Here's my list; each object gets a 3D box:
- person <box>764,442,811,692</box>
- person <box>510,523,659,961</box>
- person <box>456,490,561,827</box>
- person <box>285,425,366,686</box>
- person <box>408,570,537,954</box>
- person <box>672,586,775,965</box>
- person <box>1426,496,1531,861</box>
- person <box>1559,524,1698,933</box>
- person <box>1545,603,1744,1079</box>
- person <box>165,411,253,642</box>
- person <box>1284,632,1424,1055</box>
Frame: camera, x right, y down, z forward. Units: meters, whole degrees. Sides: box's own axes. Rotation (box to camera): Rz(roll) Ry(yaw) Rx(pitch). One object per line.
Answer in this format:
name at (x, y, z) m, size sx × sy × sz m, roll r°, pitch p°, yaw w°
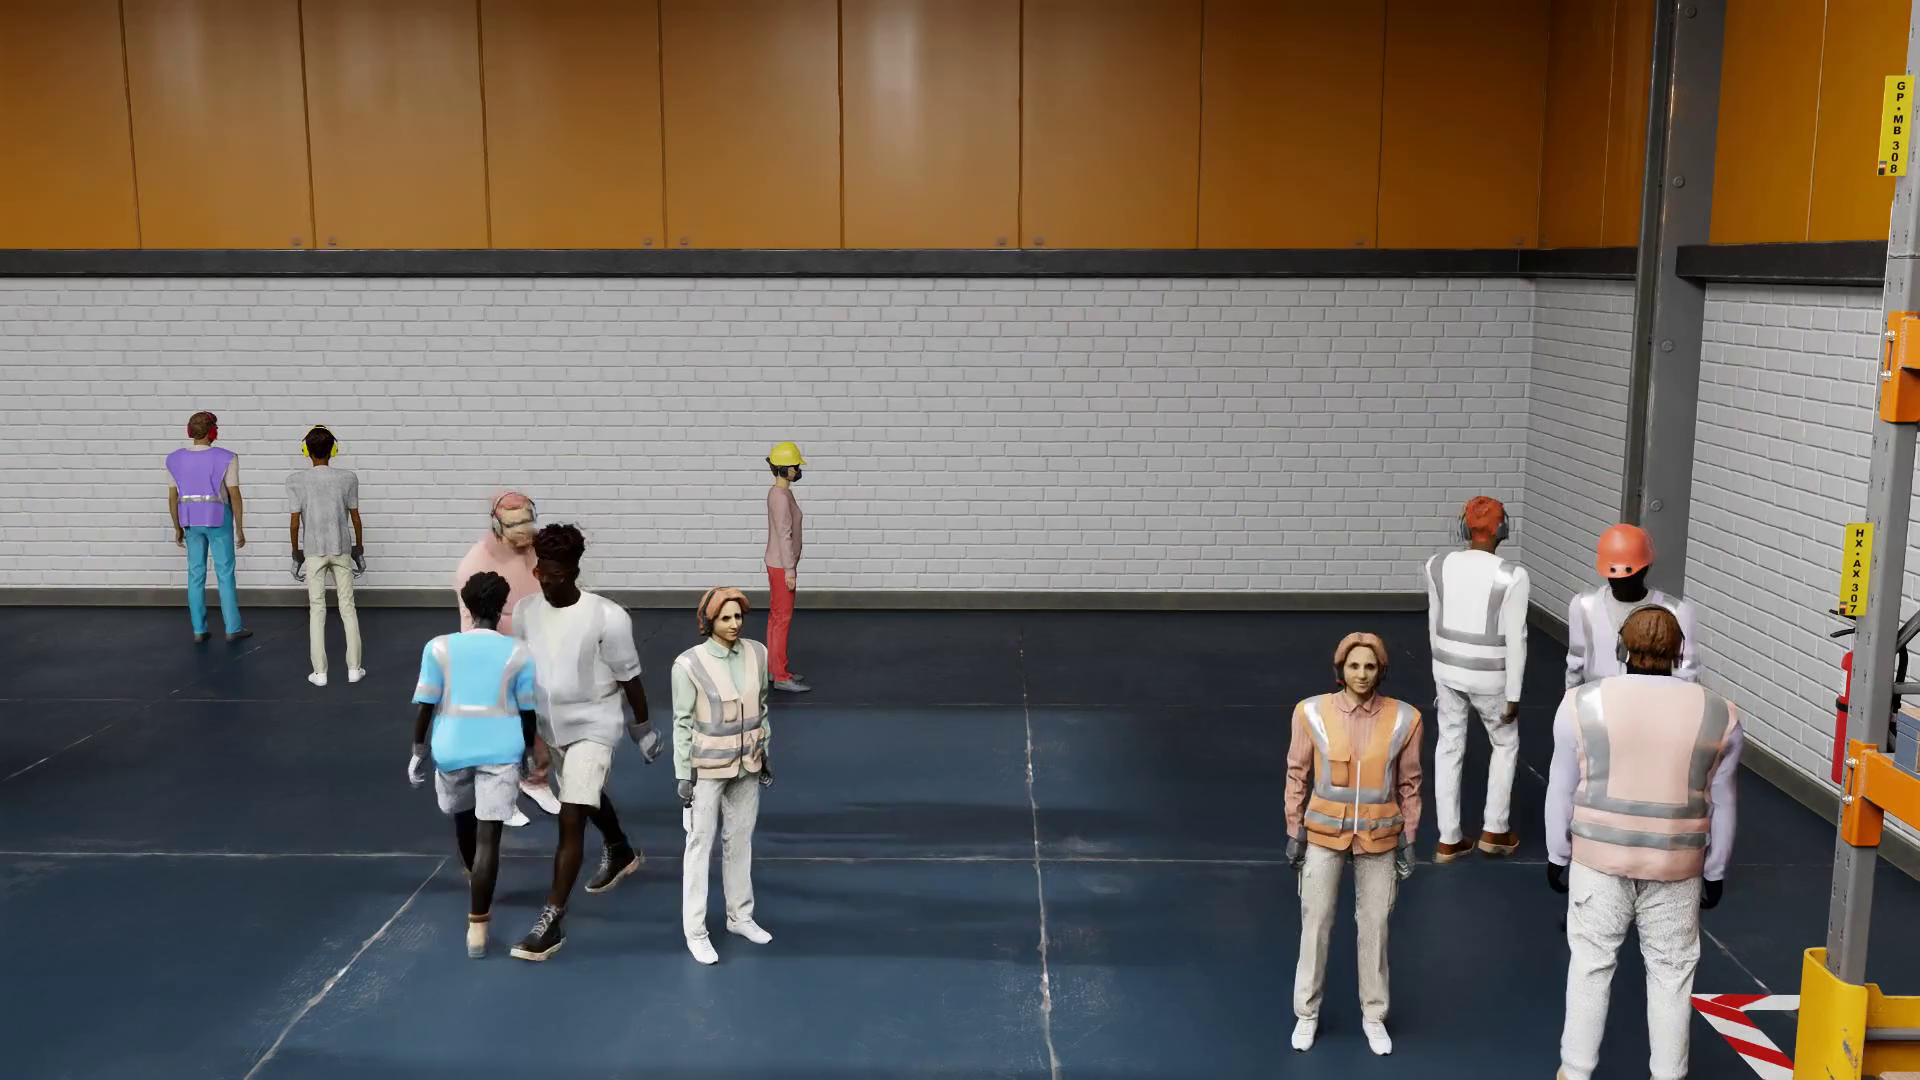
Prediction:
person at (-1.230, 0.186, 11.783) m, size 0.313 × 1.769 × 0.523 m, roll -2°, pitch 10°, yaw -12°
person at (-1.740, 0.834, 7.561) m, size 0.621 × 1.896 × 1.132 m, roll 5°, pitch 11°, yaw 26°
person at (-2.362, 0.638, 8.820) m, size 0.564 × 1.856 × 0.678 m, roll 8°, pitch 12°, yaw 38°
person at (-4.533, 0.110, 11.924) m, size 0.512 × 1.872 × 0.328 m, roll -4°, pitch 10°, yaw -24°
person at (-2.175, 0.962, 7.526) m, size 0.582 × 1.623 × 0.889 m, roll -1°, pitch 9°, yaw -3°
person at (-1.029, 1.005, 7.255) m, size 0.309 × 1.638 × 0.522 m, roll 9°, pitch 13°, yaw 43°
person at (2.647, 0.696, 8.462) m, size 0.569 × 1.861 × 0.628 m, roll 8°, pitch 13°, yaw 41°
person at (3.045, 0.842, 7.563) m, size 0.618 × 1.867 × 1.027 m, roll 6°, pitch 11°, yaw 34°
person at (2.404, 1.133, 5.914) m, size 0.630 × 1.835 × 0.429 m, roll 3°, pitch 10°, yaw 16°
person at (-5.992, -0.095, 13.233) m, size 0.564 × 1.842 × 0.391 m, roll 0°, pitch 9°, yaw -1°
person at (1.497, 1.154, 6.364) m, size 0.520 × 1.641 × 0.305 m, roll 1°, pitch 10°, yaw 7°
